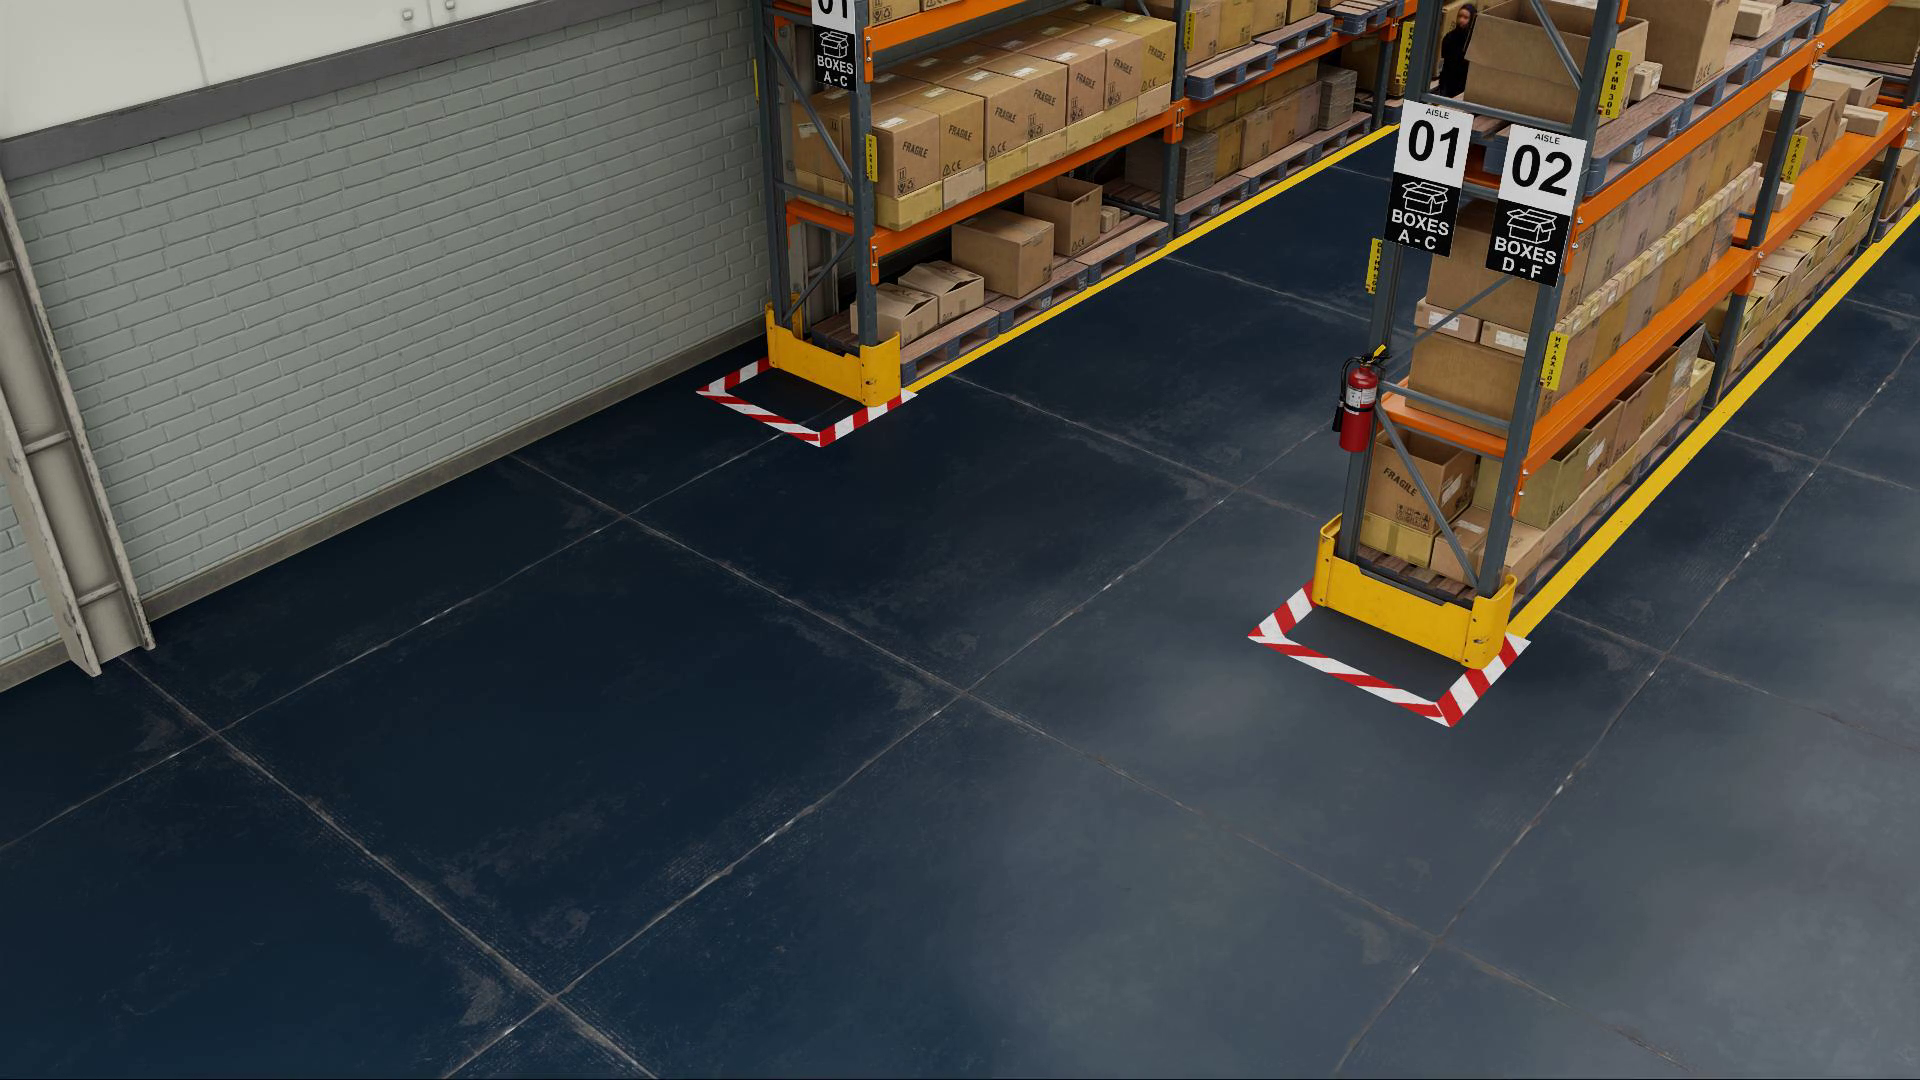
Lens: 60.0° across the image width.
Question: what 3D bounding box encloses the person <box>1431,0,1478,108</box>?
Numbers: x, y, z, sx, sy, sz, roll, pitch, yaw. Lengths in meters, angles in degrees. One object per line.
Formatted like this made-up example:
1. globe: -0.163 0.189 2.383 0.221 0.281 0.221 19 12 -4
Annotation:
1. person: 4.971 -4.495 16.493 0.607 1.594 1.082 23 40 31
